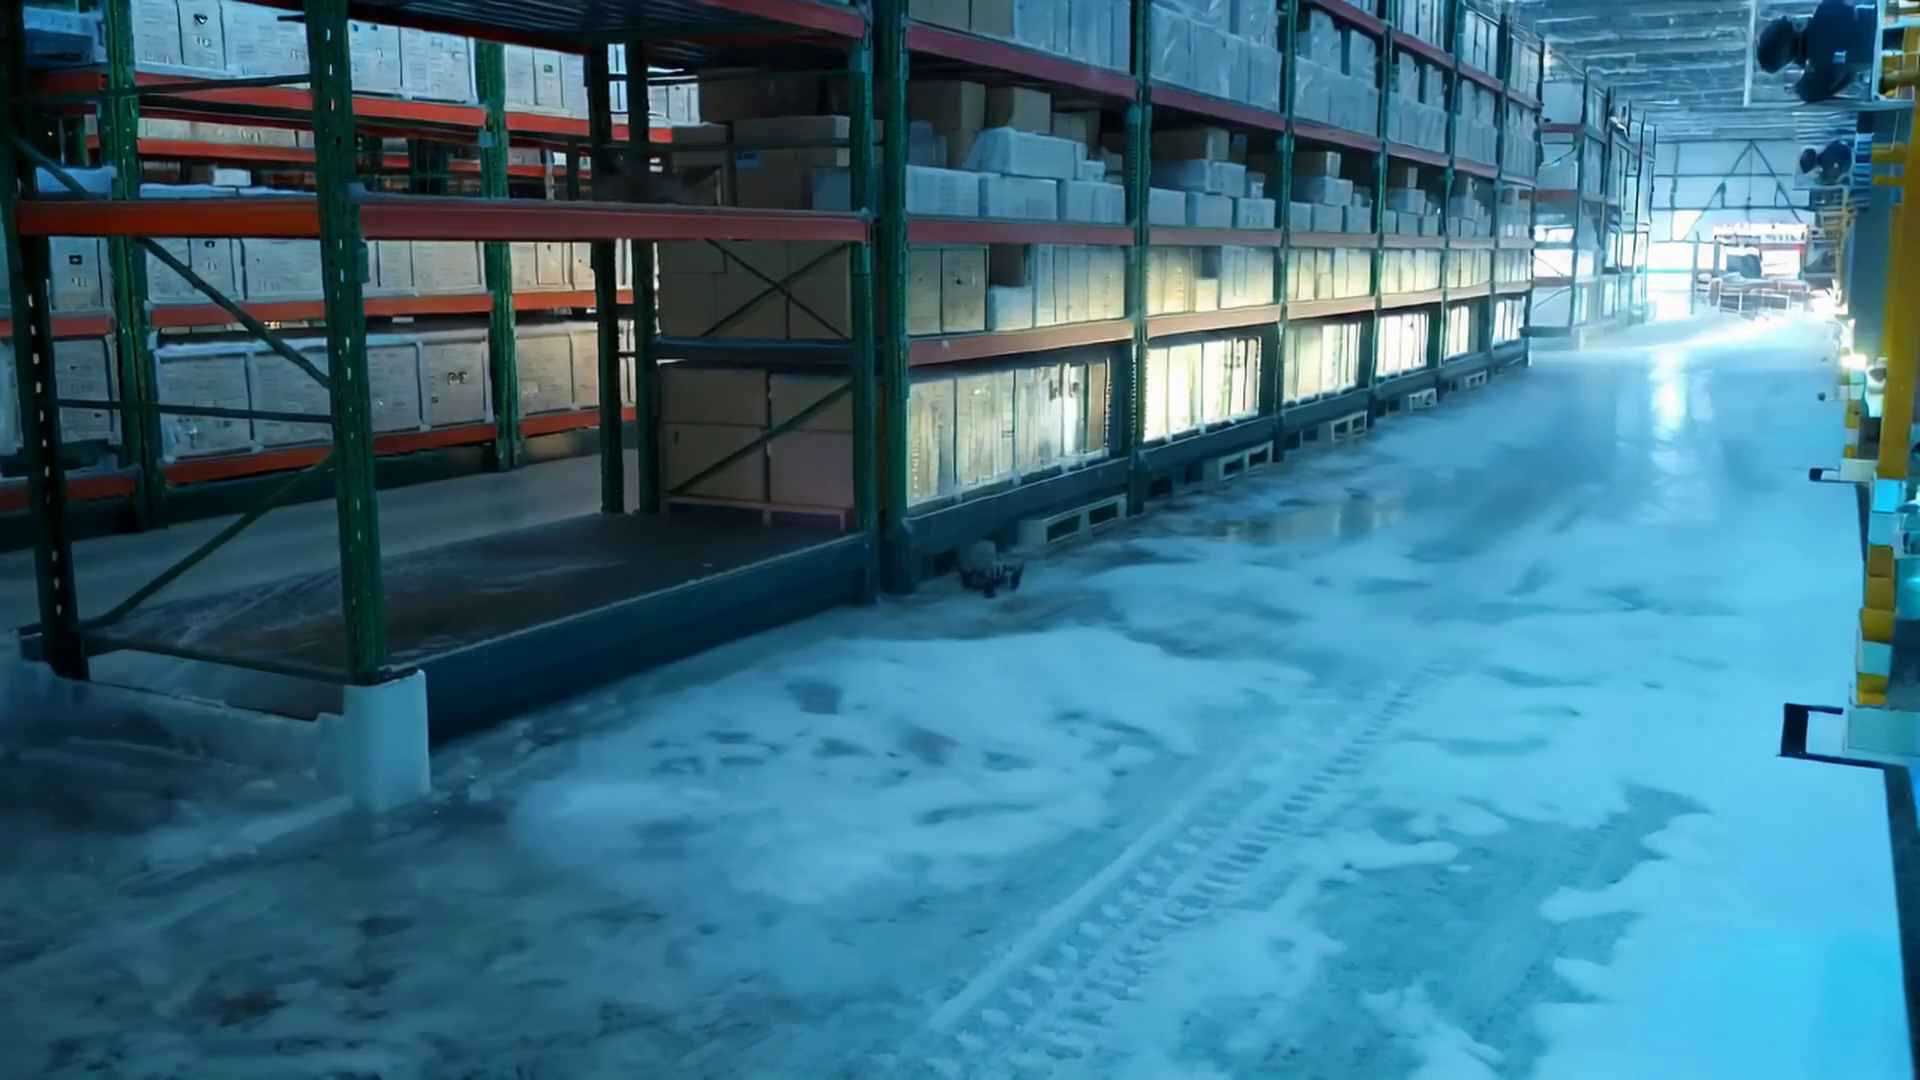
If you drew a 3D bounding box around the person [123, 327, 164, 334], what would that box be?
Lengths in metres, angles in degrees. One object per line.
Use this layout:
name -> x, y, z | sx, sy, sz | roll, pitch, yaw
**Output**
person -> -8.139, -1.540, 16.519 | 0.562, 1.752, 0.323 | -2, 10, -10
